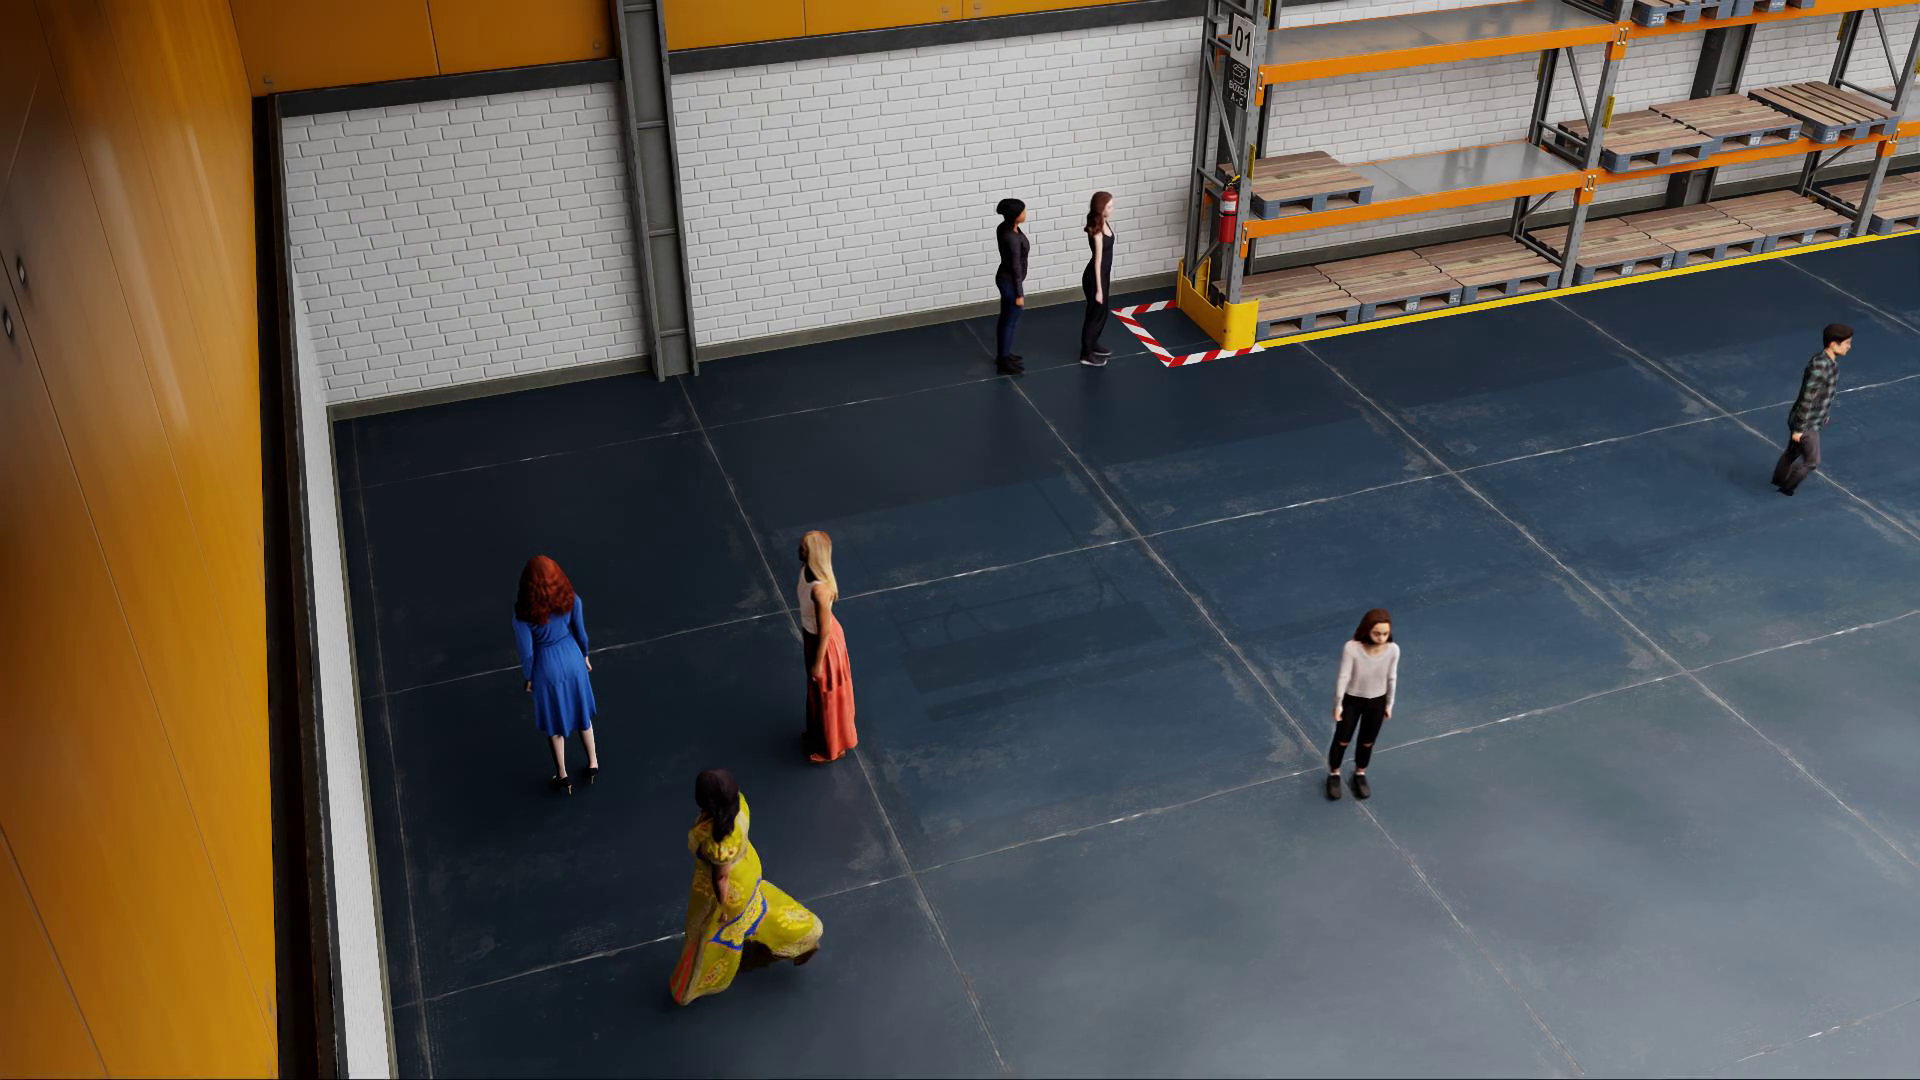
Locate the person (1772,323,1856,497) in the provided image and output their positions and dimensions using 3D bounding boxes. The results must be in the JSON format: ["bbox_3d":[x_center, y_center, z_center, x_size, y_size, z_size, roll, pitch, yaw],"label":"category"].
[{"bbox_3d":[7.070,-1.052,13.982,0.837,1.707,0.765,20,39,28],"label":"person"}]

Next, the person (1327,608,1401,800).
[{"bbox_3d":[2.602,1.037,10.753,0.511,1.482,0.658,-1,34,-1],"label":"person"}]

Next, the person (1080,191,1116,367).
[{"bbox_3d":[1.295,-2.500,15.839,0.691,1.742,0.673,7,34,11],"label":"person"}]

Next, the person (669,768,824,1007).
[{"bbox_3d":[-1.225,1.915,9.296,1.238,1.633,1.033,2,34,3],"label":"person"}]

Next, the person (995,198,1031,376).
[{"bbox_3d":[0.460,-2.393,15.675,0.591,1.746,0.655,-5,34,-8],"label":"person"}]

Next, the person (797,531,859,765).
[{"bbox_3d":[-0.906,0.694,10.980,0.617,1.802,0.654,-7,34,-10],"label":"person"}]

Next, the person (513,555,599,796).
[{"bbox_3d":[-2.579,0.877,10.681,0.567,1.829,0.713,-19,38,-26],"label":"person"}]
